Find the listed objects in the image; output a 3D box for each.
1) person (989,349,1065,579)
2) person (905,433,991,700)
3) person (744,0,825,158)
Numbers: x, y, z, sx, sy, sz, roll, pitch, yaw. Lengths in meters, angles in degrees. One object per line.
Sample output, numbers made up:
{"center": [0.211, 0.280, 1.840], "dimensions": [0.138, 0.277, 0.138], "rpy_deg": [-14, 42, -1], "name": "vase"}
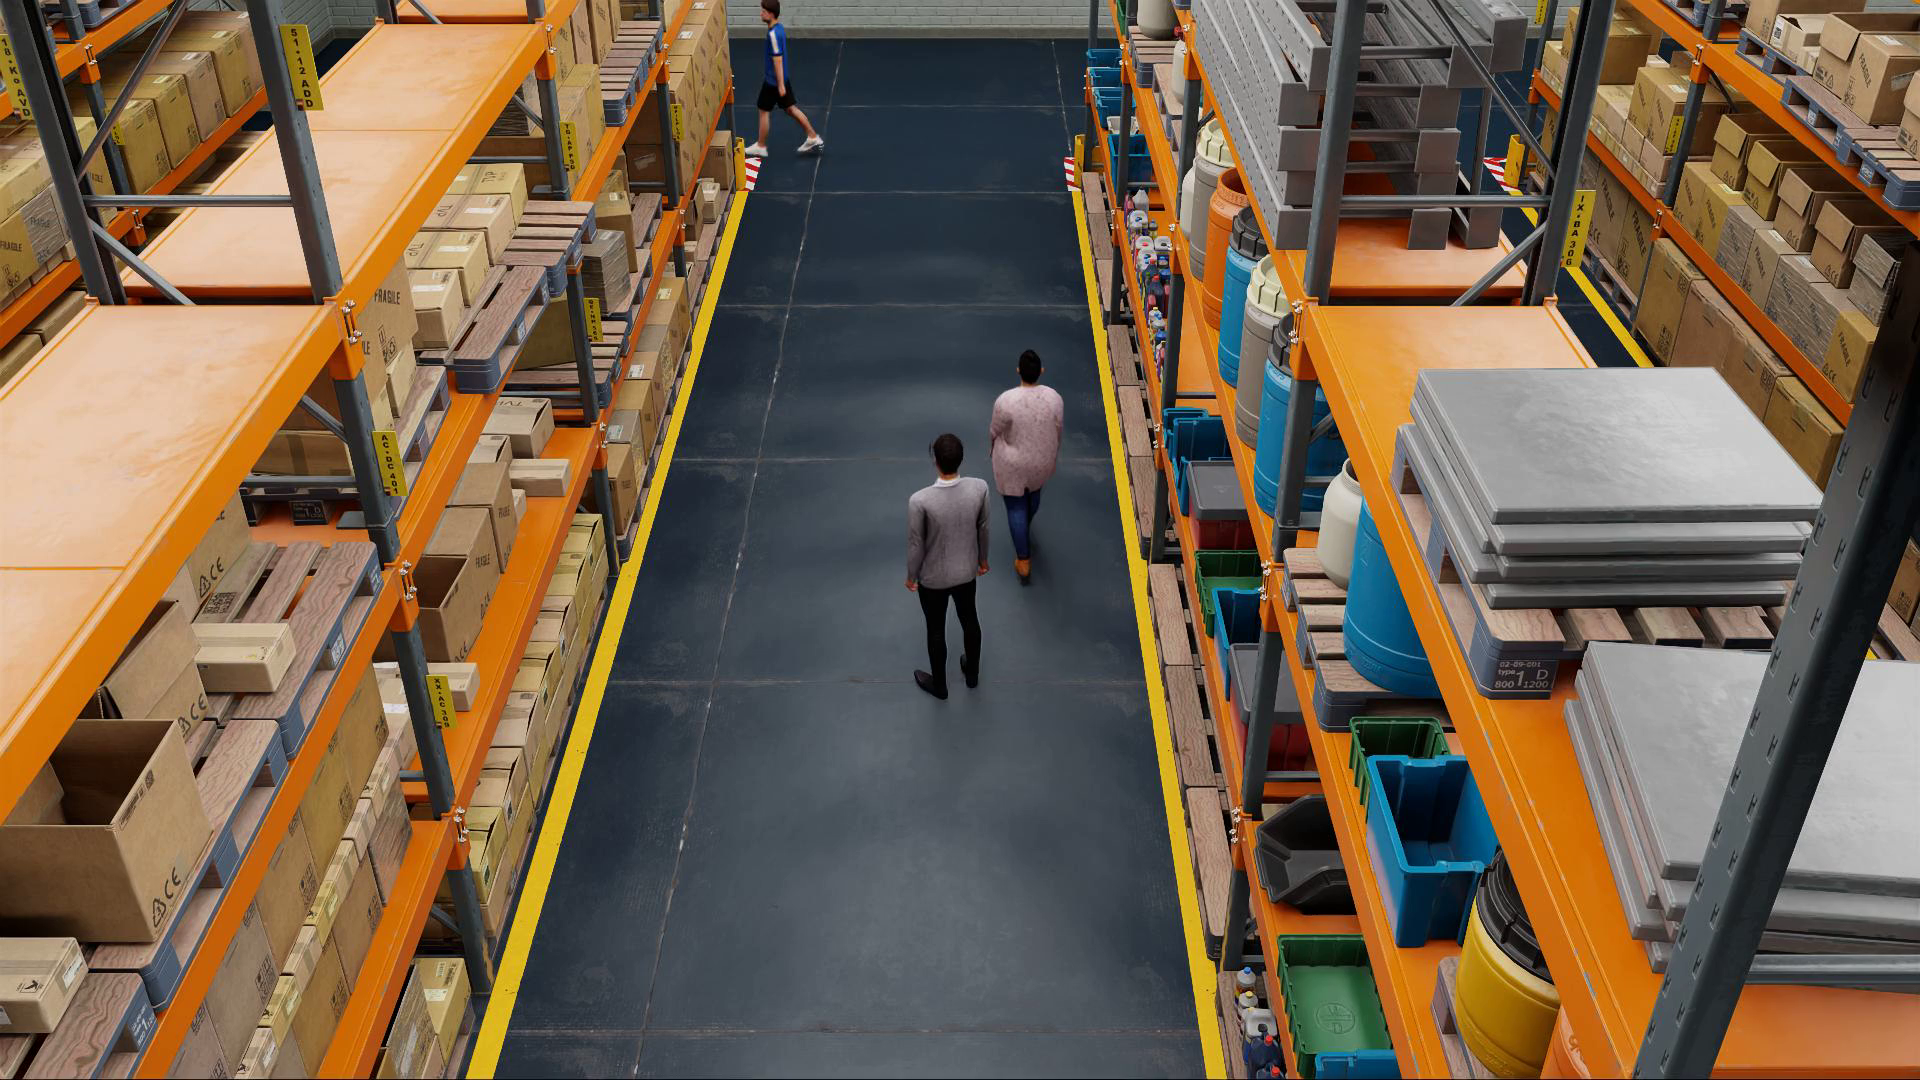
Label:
{"center": [0.476, -0.541, 12.058], "dimensions": [0.843, 1.703, 1.163], "rpy_deg": [-7, 34, -11], "name": "person"}
{"center": [-0.074, 0.180, 10.748], "dimensions": [0.832, 1.921, 0.795], "rpy_deg": [-15, 36, -22], "name": "person"}
{"center": [-2.031, -5.344, 19.329], "dimensions": [0.774, 1.826, 1.160], "rpy_deg": [-2, 33, -3], "name": "person"}
